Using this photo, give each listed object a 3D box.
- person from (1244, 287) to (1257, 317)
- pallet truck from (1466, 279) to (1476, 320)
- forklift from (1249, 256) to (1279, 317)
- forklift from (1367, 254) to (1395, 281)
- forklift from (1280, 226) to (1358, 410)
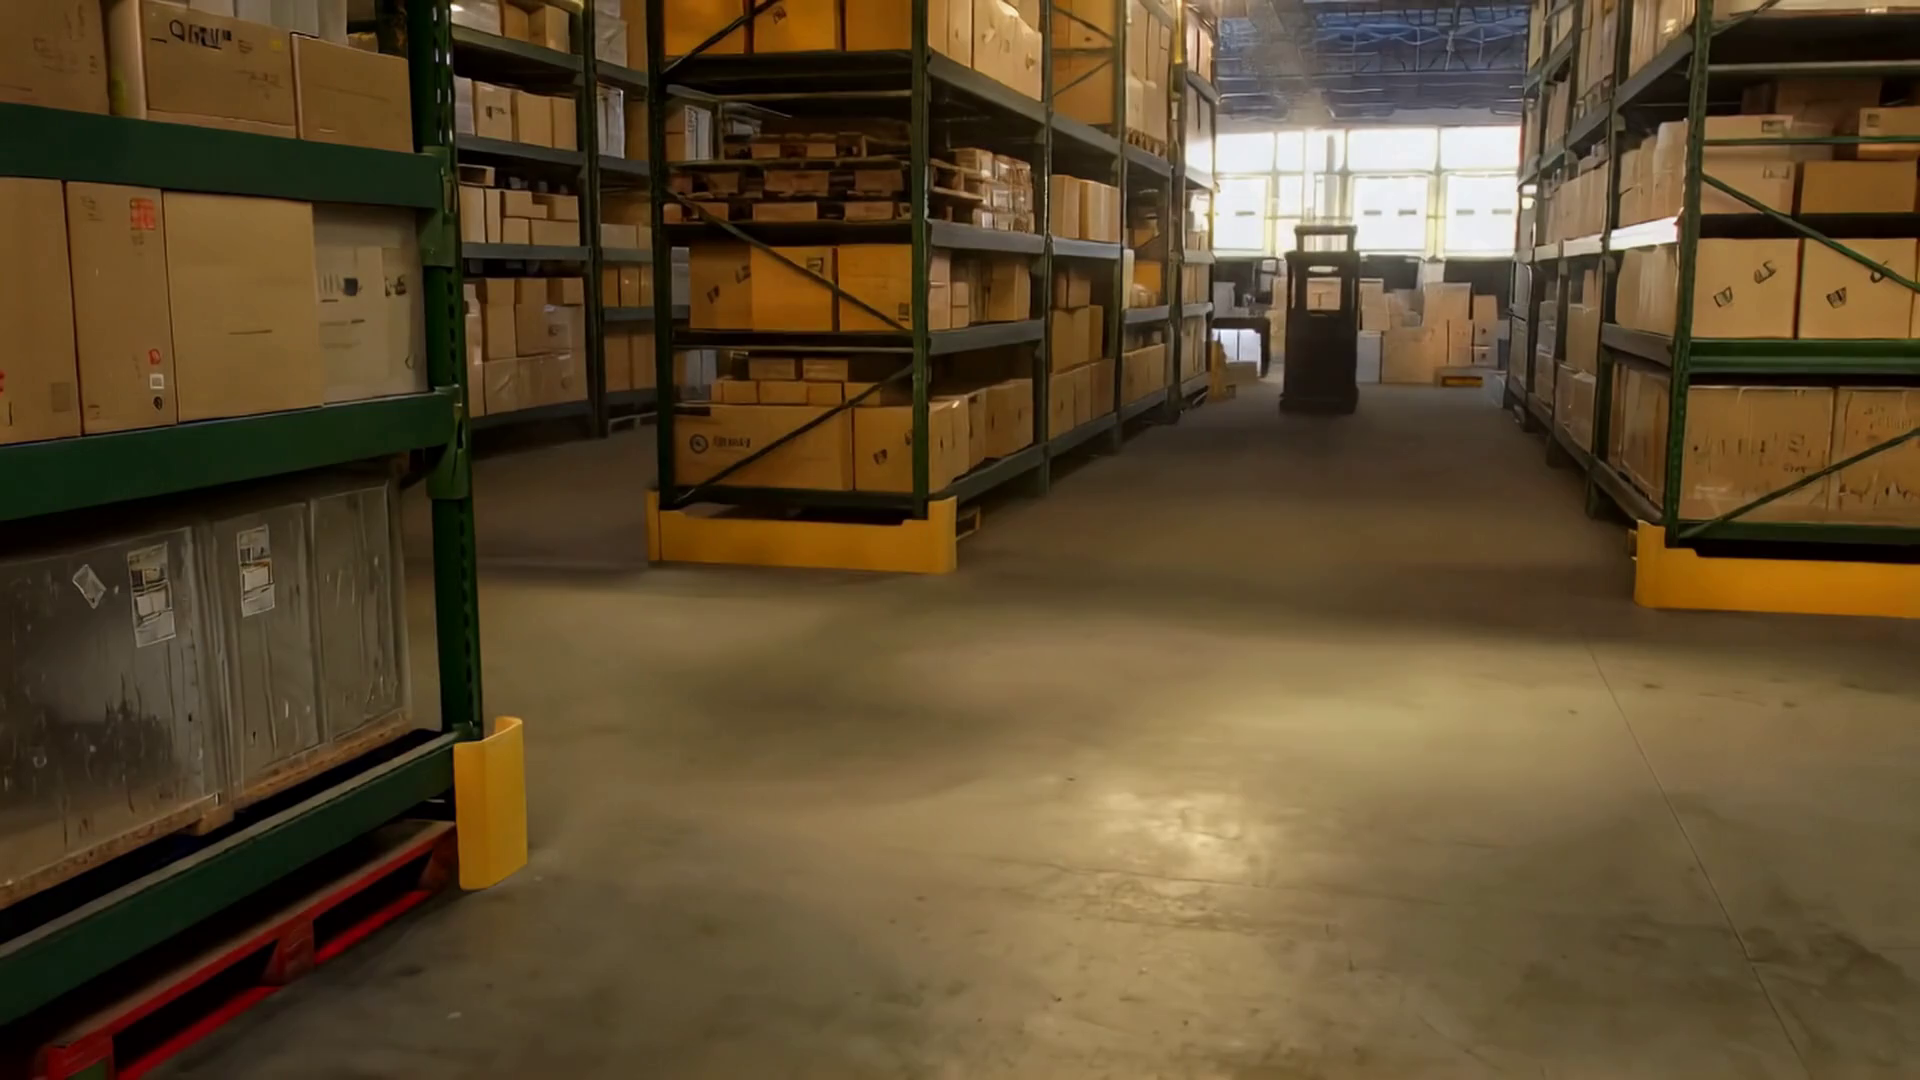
[{"bbox_3d":[10.812,-8.561,61.923,0.531,1.692,0.320,4,10,26],"label":"person"},{"bbox_3d":[18.896,-8.459,60.307,1.885,1.965,0.823,5,10,31],"label":"pallet truck"},{"bbox_3d":[11.325,-9.117,61.693,1.129,2.768,1.873,2,9,15],"label":"forklift"},{"bbox_3d":[14.333,-8.337,56.737,1.129,2.768,1.873,-2,9,-13],"label":"forklift"},{"bbox_3d":[5.661,-3.487,25.926,1.129,2.768,1.873,2,9,15],"label":"forklift"}]
